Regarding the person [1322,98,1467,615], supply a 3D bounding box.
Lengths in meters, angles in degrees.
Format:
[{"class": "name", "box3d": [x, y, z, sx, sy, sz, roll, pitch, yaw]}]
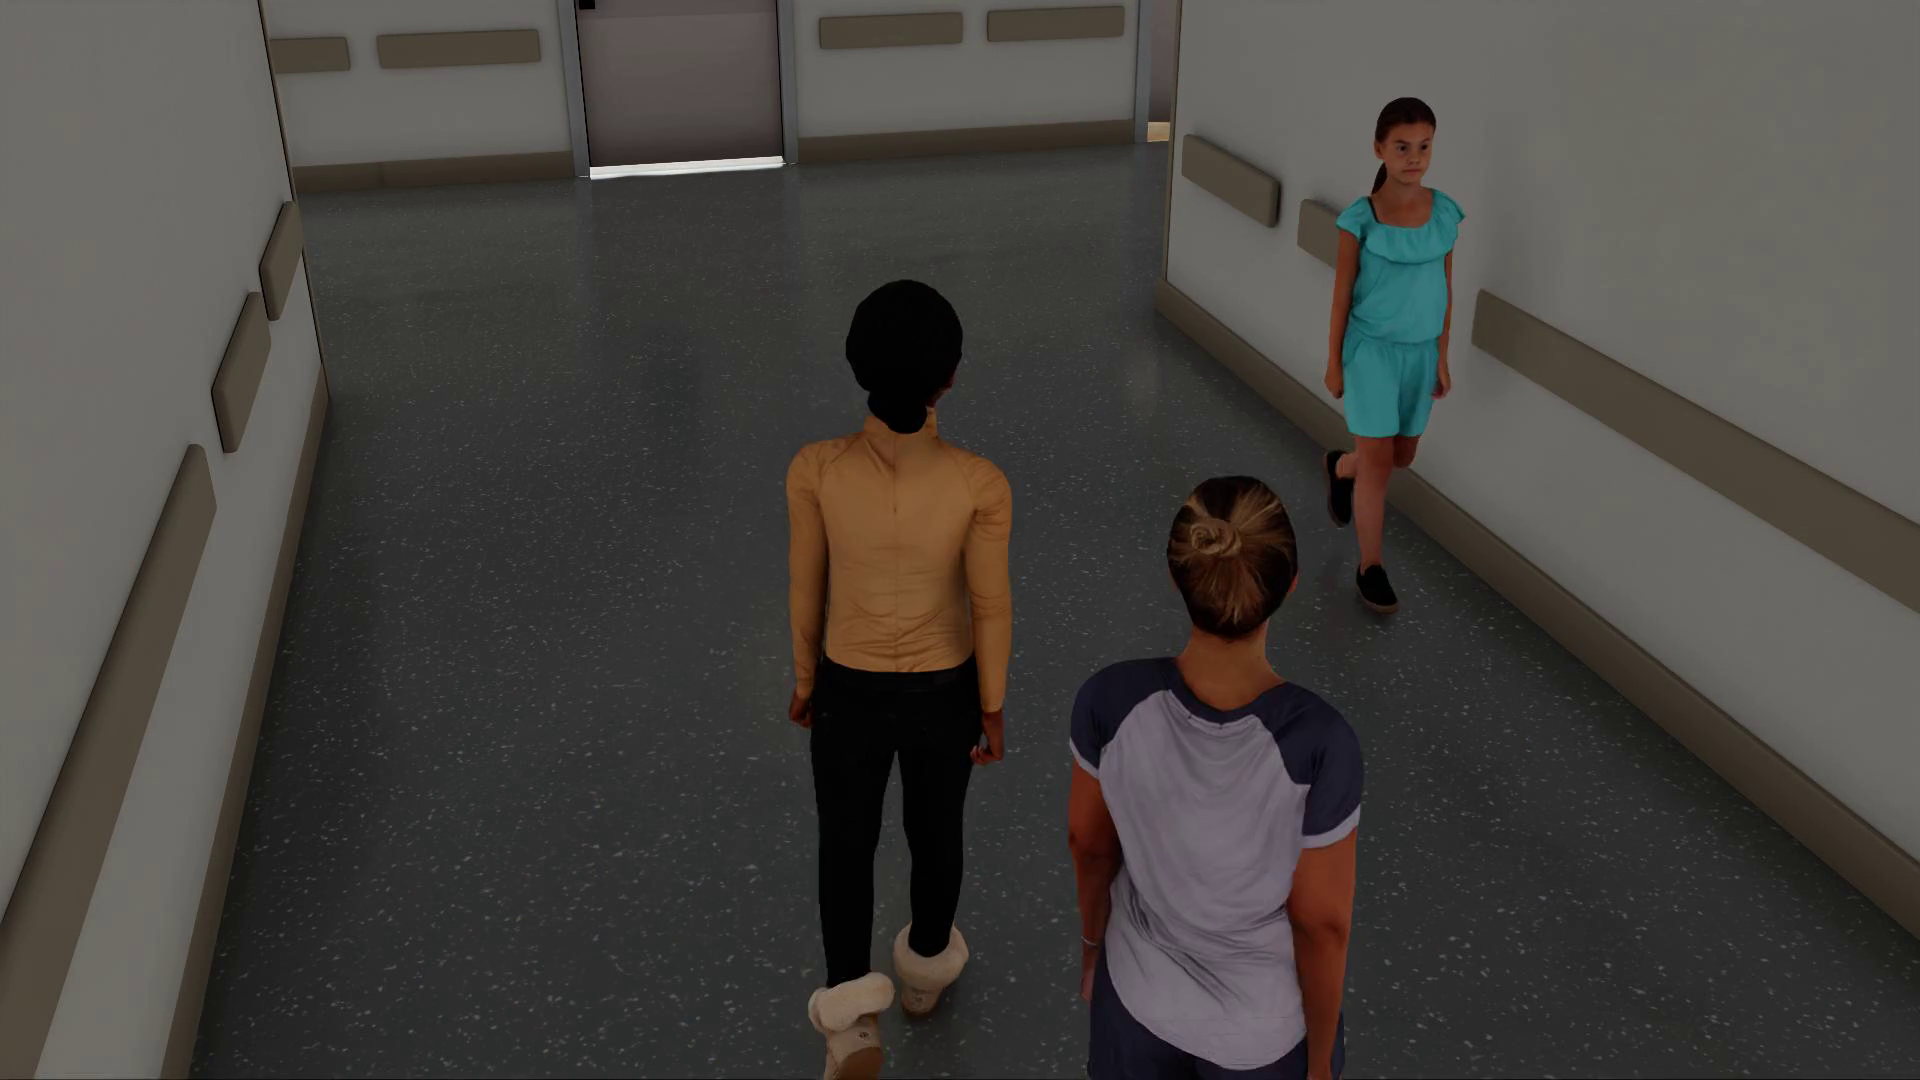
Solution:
[{"class": "person", "box3d": [1.315, -0.594, 5.170, 0.897, 1.543, 0.658, -4, 26, -8]}]

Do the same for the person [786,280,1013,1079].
[{"class": "person", "box3d": [-0.133, 0.330, 3.134, 0.954, 1.648, 0.839, 2, 26, 4]}]

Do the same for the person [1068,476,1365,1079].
[{"class": "person", "box3d": [0.342, 0.709, 2.392, 0.679, 1.610, 0.752, 11, 28, 21]}]
